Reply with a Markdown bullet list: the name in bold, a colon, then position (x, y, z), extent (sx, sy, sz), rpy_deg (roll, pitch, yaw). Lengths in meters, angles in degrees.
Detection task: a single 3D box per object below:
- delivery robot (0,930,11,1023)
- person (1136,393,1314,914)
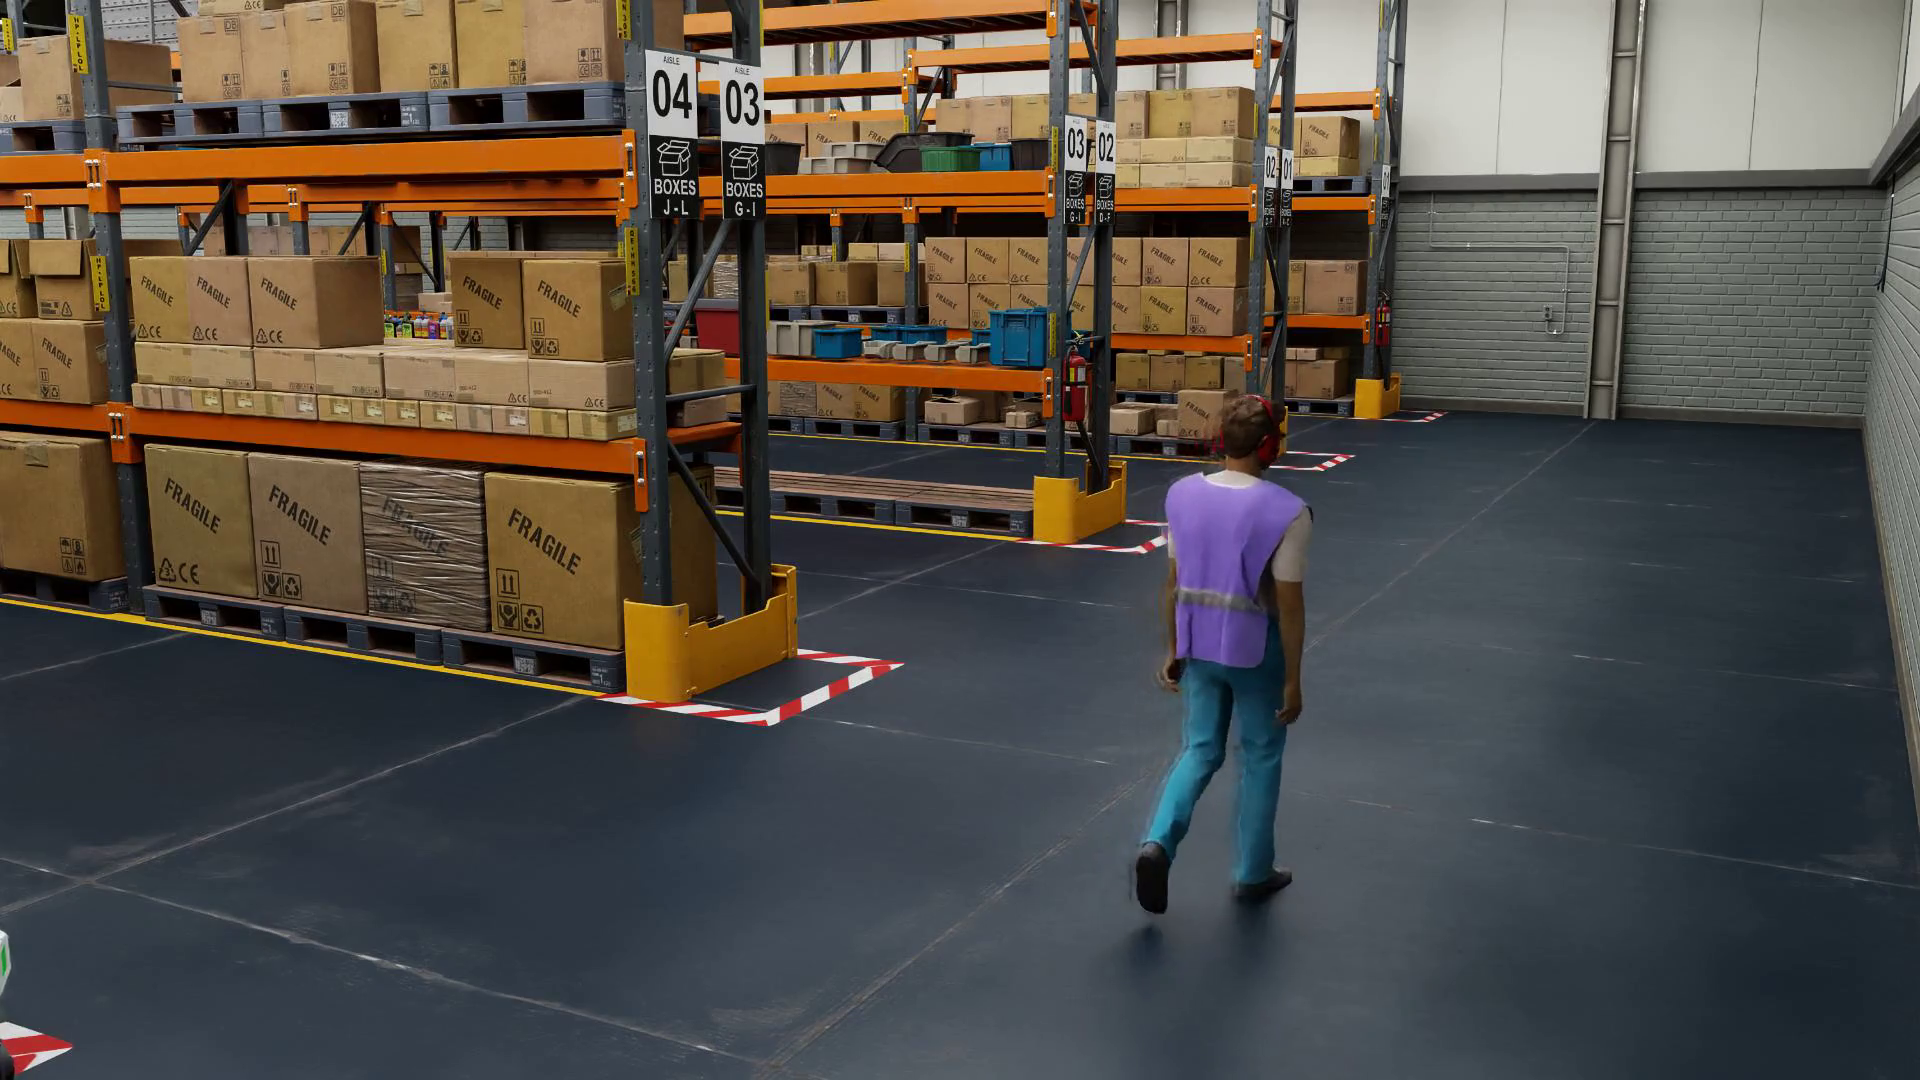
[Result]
- **delivery robot**: position (-2.961, 1.227, 4.454), extent (0.477, 0.478, 0.707), rpy_deg (8, 13, 38)
- **person**: position (0.914, 0.409, 5.712), extent (0.579, 1.822, 0.717), rpy_deg (9, 14, 40)
